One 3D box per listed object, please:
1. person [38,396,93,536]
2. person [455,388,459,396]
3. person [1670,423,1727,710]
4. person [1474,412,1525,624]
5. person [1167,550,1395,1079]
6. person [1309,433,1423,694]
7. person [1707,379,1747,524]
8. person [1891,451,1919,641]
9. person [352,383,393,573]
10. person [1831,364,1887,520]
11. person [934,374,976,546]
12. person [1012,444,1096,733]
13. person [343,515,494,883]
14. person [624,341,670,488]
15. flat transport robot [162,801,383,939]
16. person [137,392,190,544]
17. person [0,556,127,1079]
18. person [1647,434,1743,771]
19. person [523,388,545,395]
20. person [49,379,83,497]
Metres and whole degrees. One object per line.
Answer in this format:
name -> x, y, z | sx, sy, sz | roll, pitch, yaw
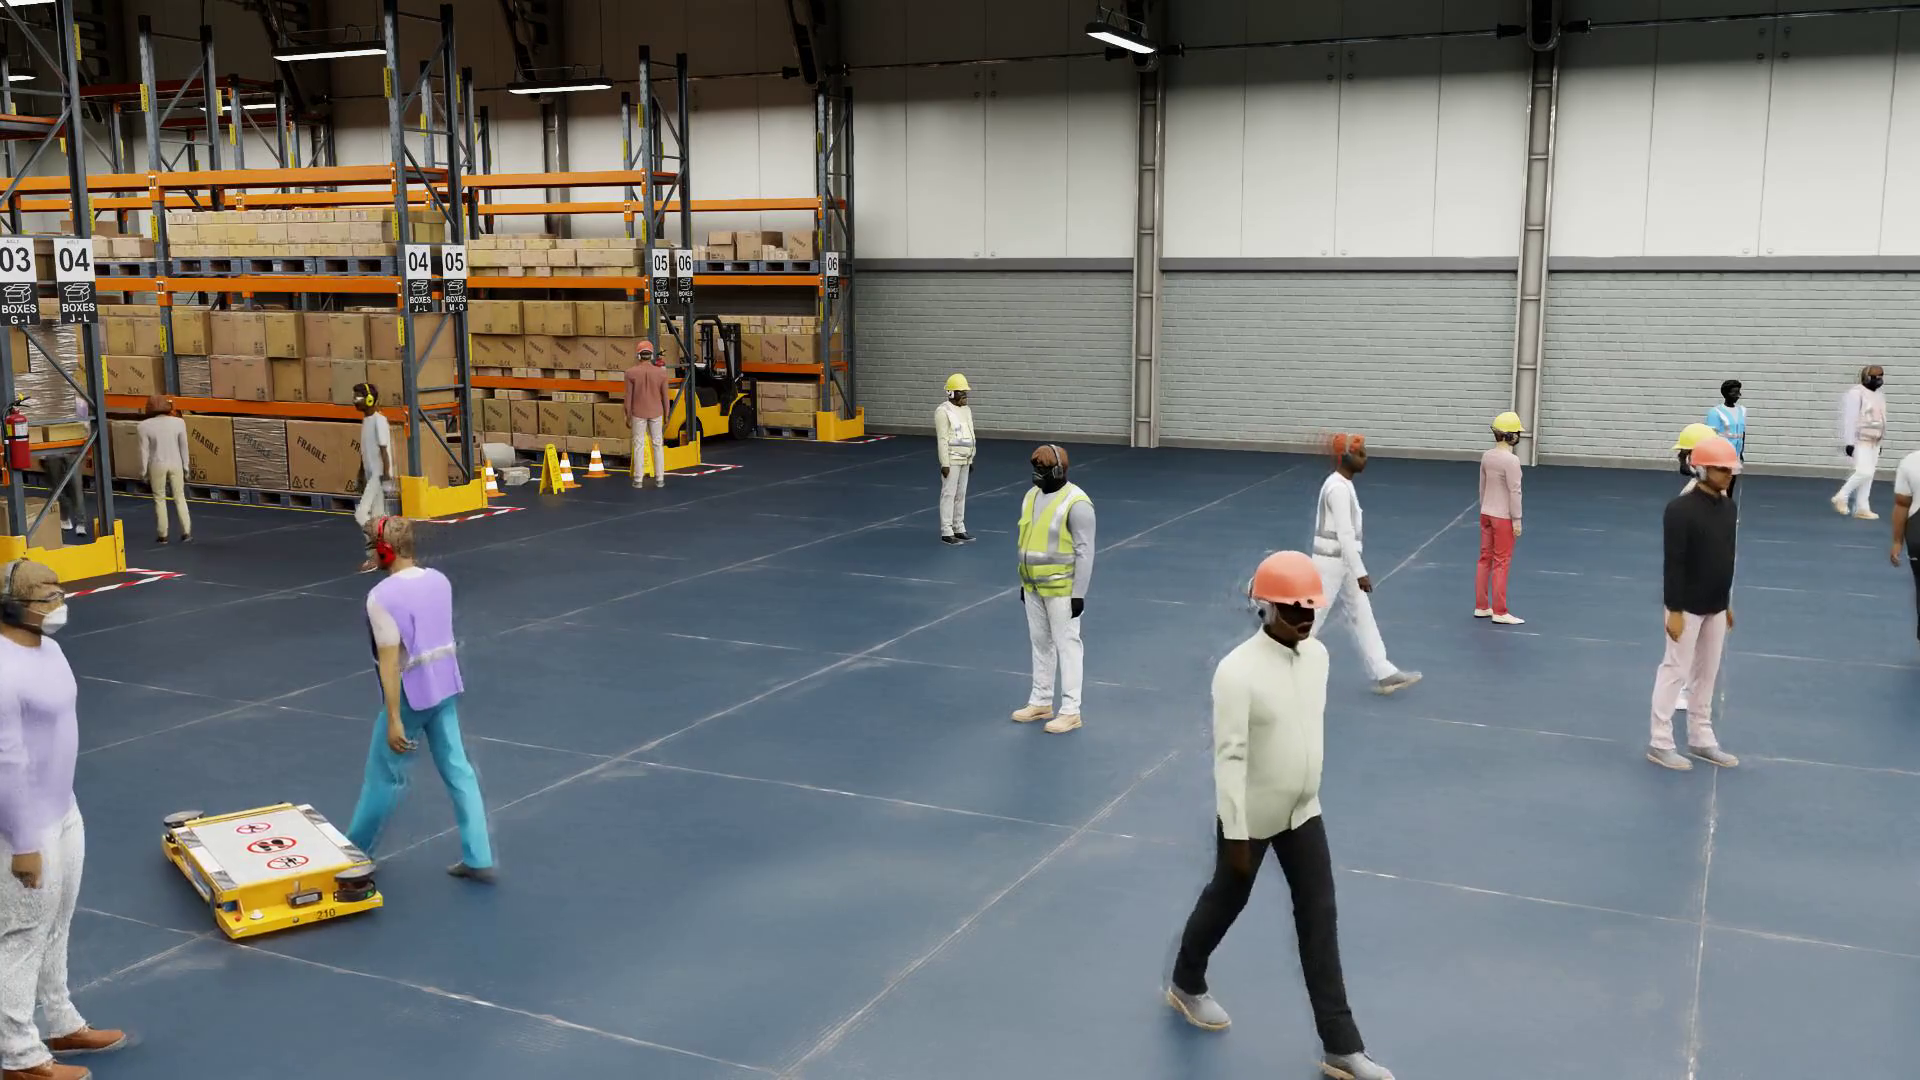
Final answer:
person -> -10.002, -0.998, 18.564 | 0.612, 1.881, 0.955 | -5, 11, -29
person -> -9.118, -2.891, 30.089 | 0.842, 1.889, 0.592 | 5, 11, 29
person -> 4.897, 0.183, 11.142 | 0.379, 1.923, 0.595 | 6, 11, 34
person -> 4.525, -0.186, 13.890 | 0.314, 1.769, 0.524 | -2, 10, -14
person -> 1.144, 0.989, 6.167 | 0.644, 1.942, 1.044 | -7, 11, -36
person -> 2.666, 0.179, 11.471 | 1.024, 1.826, 0.582 | 3, 10, 17
person -> 8.831, -1.010, 19.181 | 0.530, 1.689, 0.321 | -4, 10, -21
person -> 7.223, -0.040, 12.156 | 0.692, 2.000, 1.046 | 8, 12, 40
person -> -5.754, -0.596, 16.153 | 0.598, 1.848, 0.553 | -6, 11, -33
person -> 10.671, -1.151, 19.599 | 0.648, 1.832, 0.435 | -6, 11, -31
person -> -0.031, -0.865, 17.853 | 0.403, 1.833, 0.591 | 5, 11, 28
person -> 0.583, 0.305, 10.653 | 0.429, 1.842, 0.629 | -6, 11, -34
person -> -2.688, 0.762, 8.014 | 0.995, 1.777, 0.610 | 4, 10, 21
person -> -4.227, -1.694, 22.472 | 0.615, 1.989, 0.402 | -4, 10, -21
flat transport robot -> -3.316, 1.528, 7.951 | 0.652, 0.197, 1.431 | -7, 12, -36
person -> -8.560, -0.773, 17.906 | 0.504, 1.633, 0.275 | -9, 13, -42
person -> -3.342, 1.015, 6.008 | 0.356, 1.938, 0.636 | -2, 9, -12
person -> 4.379, 0.365, 9.837 | 0.615, 1.996, 0.383 | -6, 11, -33
person -> -7.076, -2.423, 27.309 | 0.947, 1.874, 0.641 | 5, 11, 30
person -> -11.520, -1.472, 21.321 | 0.652, 1.915, 0.567 | 5, 10, 26
